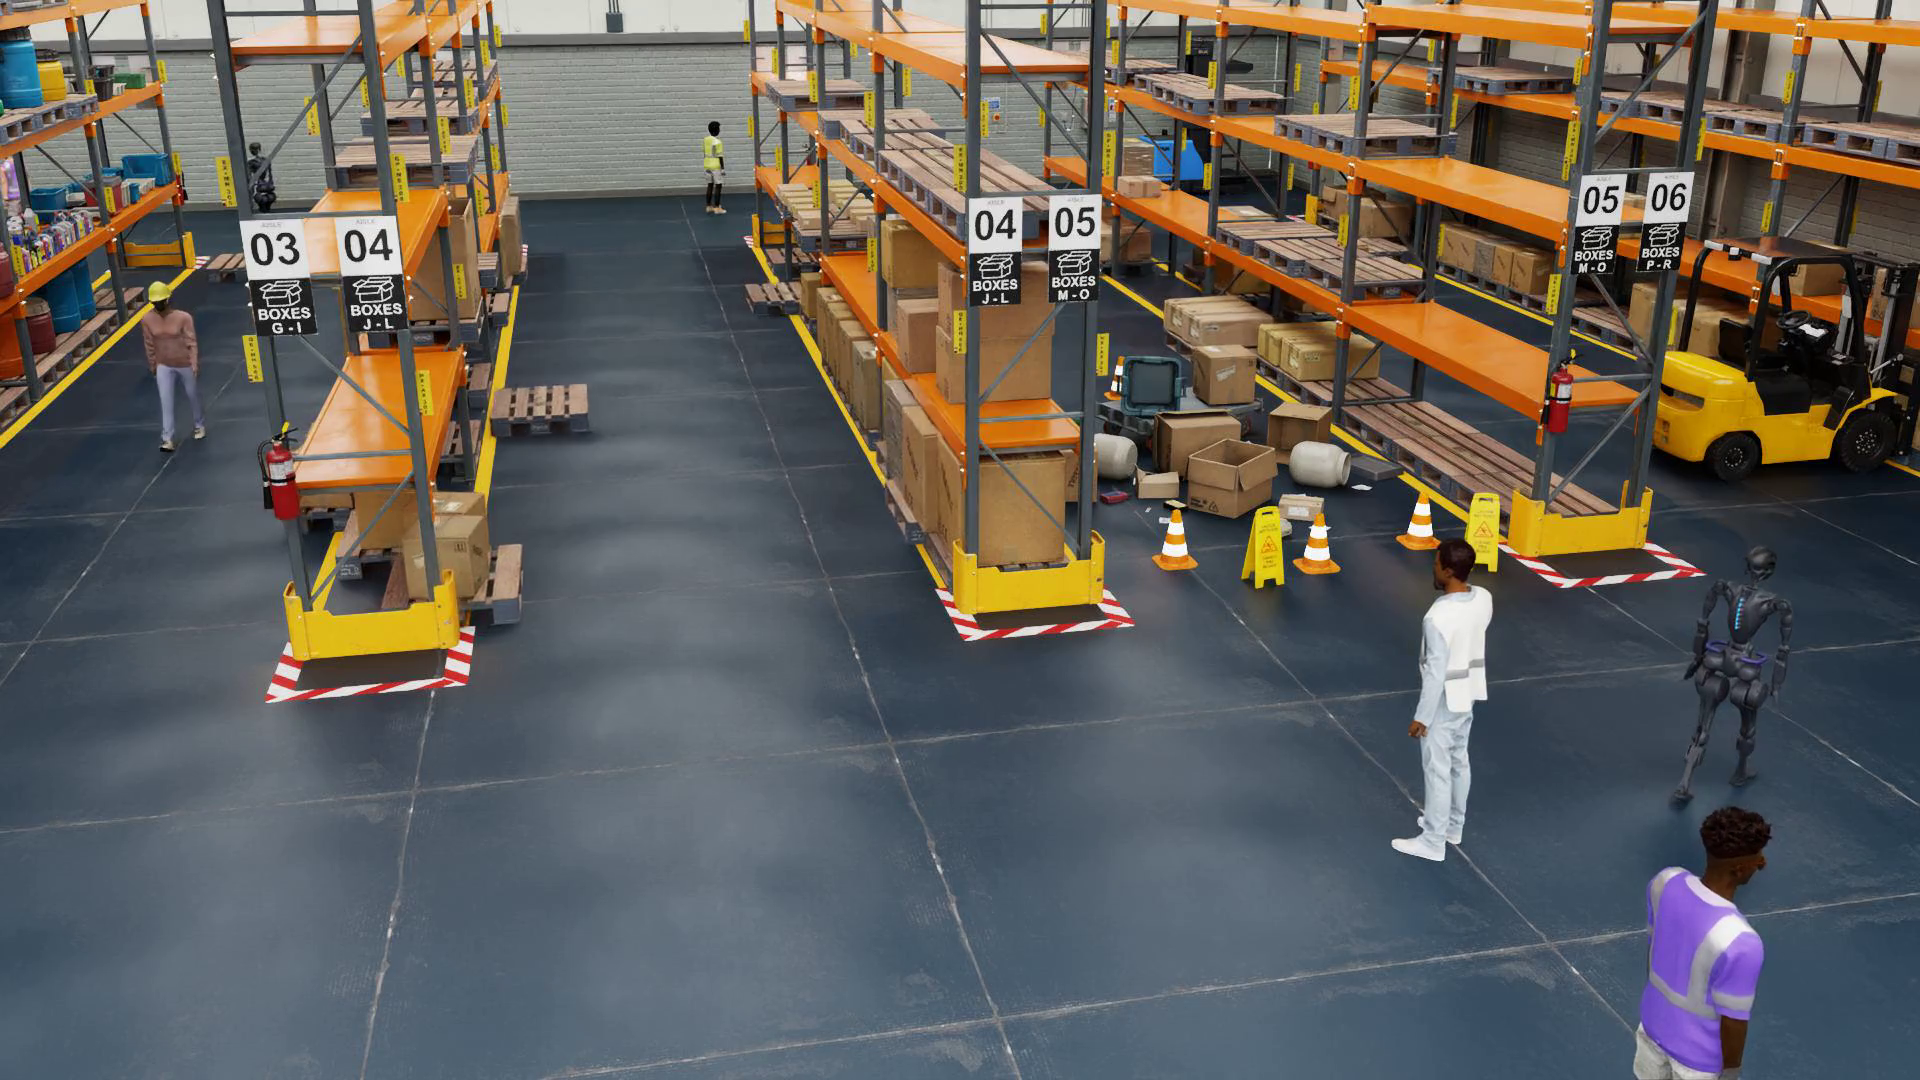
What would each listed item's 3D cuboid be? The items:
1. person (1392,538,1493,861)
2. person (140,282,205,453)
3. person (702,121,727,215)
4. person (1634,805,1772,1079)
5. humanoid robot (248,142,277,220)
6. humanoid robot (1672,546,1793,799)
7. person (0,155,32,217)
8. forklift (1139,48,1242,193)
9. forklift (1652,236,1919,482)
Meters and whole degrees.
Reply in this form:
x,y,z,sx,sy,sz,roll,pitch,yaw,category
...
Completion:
x,y,z,sx,sy,sz,roll,pitch,yaw,category
2.753,0.907,9.394,0.394,1.919,0.588,18,27,40,person
-7.988,-1.772,16.893,0.541,1.711,0.943,-4,21,-9,person
-4.519,-6.844,30.595,0.538,1.683,0.320,19,28,41,person
2.892,1.935,6.574,0.365,1.960,0.601,-4,21,-10,person
-11.669,-5.818,27.858,0.369,1.644,0.589,7,21,18,humanoid robot
4.683,0.810,10.093,0.782,1.642,0.608,-18,27,-40,humanoid robot
-15.370,-5.565,27.152,0.346,1.688,0.489,11,23,28,person
4.566,-8.313,32.860,1.873,2.768,1.129,-4,21,-12,forklift
8.013,-1.814,16.330,2.313,2.155,1.214,-4,21,-12,forklift
